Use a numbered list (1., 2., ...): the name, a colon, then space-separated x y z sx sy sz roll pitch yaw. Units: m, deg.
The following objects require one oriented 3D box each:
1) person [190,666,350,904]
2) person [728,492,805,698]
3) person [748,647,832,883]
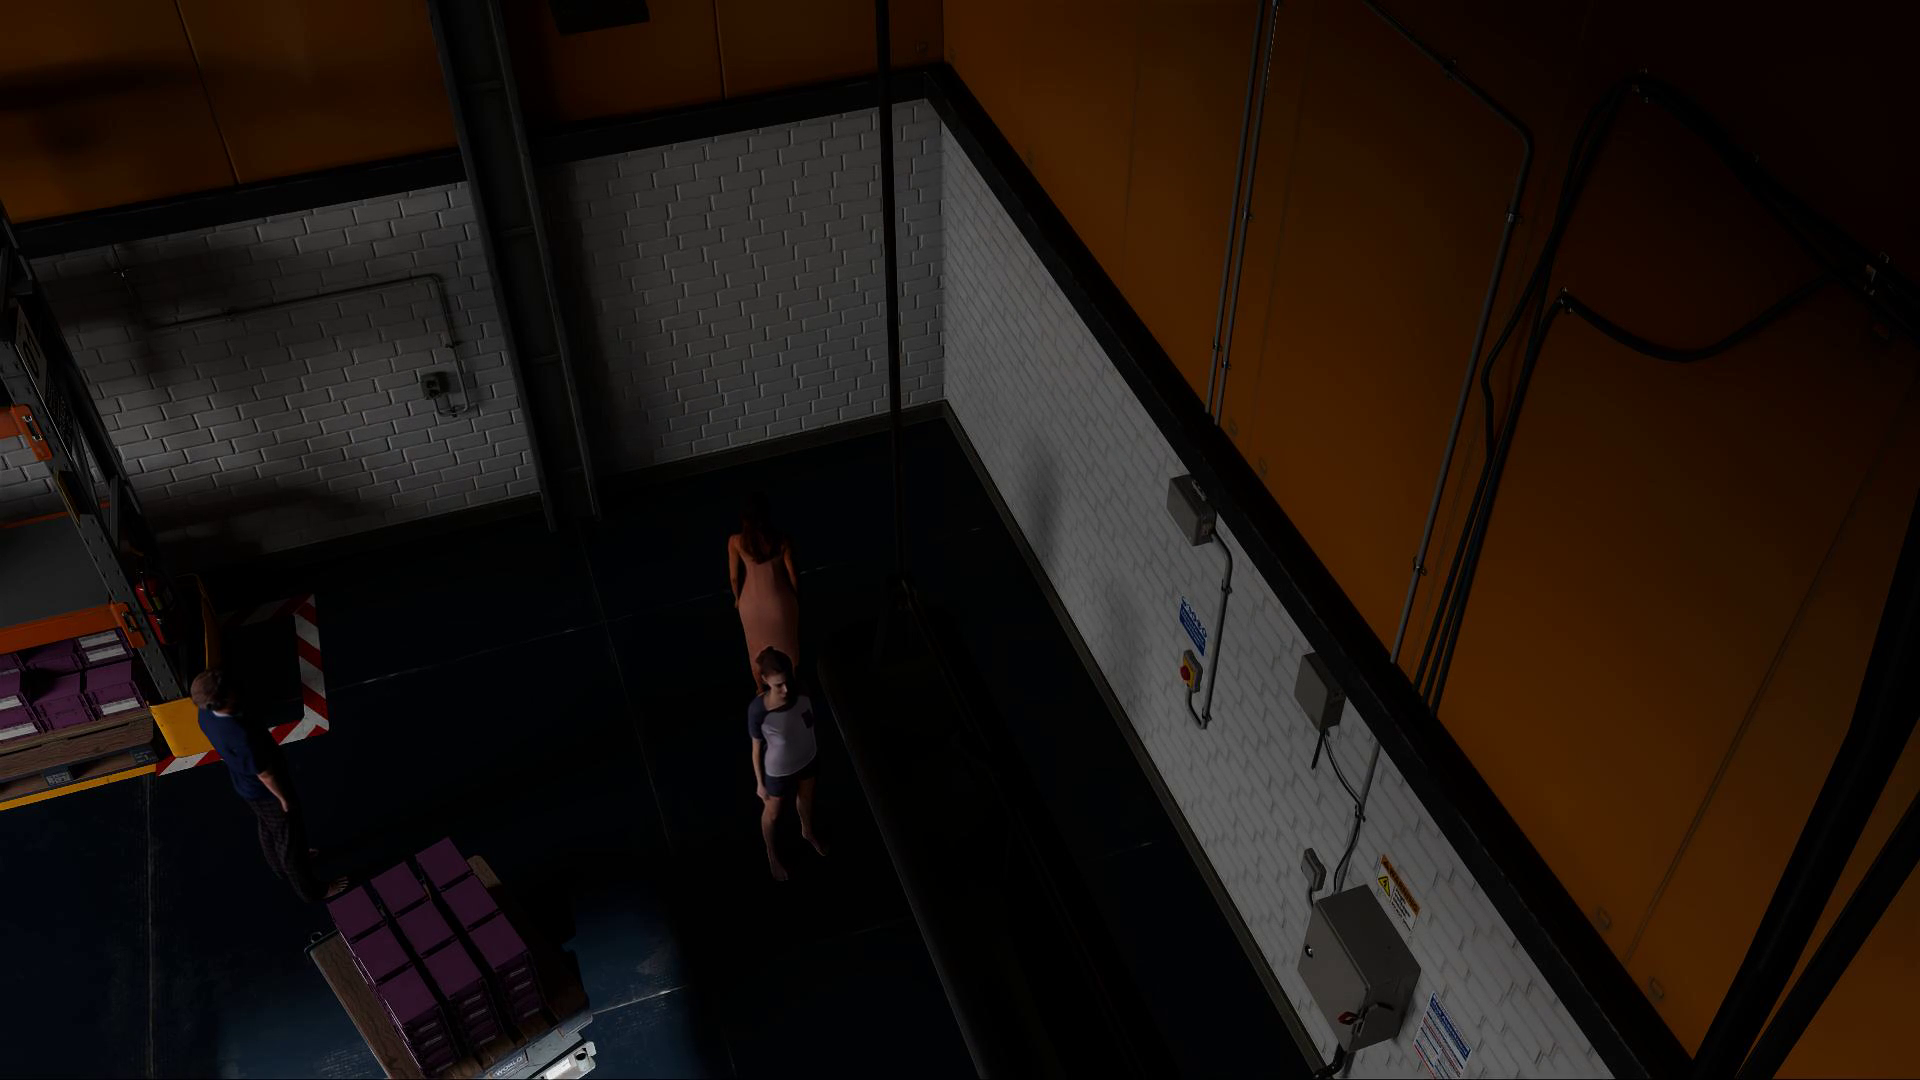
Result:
1. person: -3.921 1.367 9.356 0.737 1.872 0.711 33 53 30
2. person: -1.202 0.400 10.401 0.550 1.831 0.702 -1 44 -1
3. person: -0.985 1.264 9.541 0.577 1.766 0.702 -27 50 -26
